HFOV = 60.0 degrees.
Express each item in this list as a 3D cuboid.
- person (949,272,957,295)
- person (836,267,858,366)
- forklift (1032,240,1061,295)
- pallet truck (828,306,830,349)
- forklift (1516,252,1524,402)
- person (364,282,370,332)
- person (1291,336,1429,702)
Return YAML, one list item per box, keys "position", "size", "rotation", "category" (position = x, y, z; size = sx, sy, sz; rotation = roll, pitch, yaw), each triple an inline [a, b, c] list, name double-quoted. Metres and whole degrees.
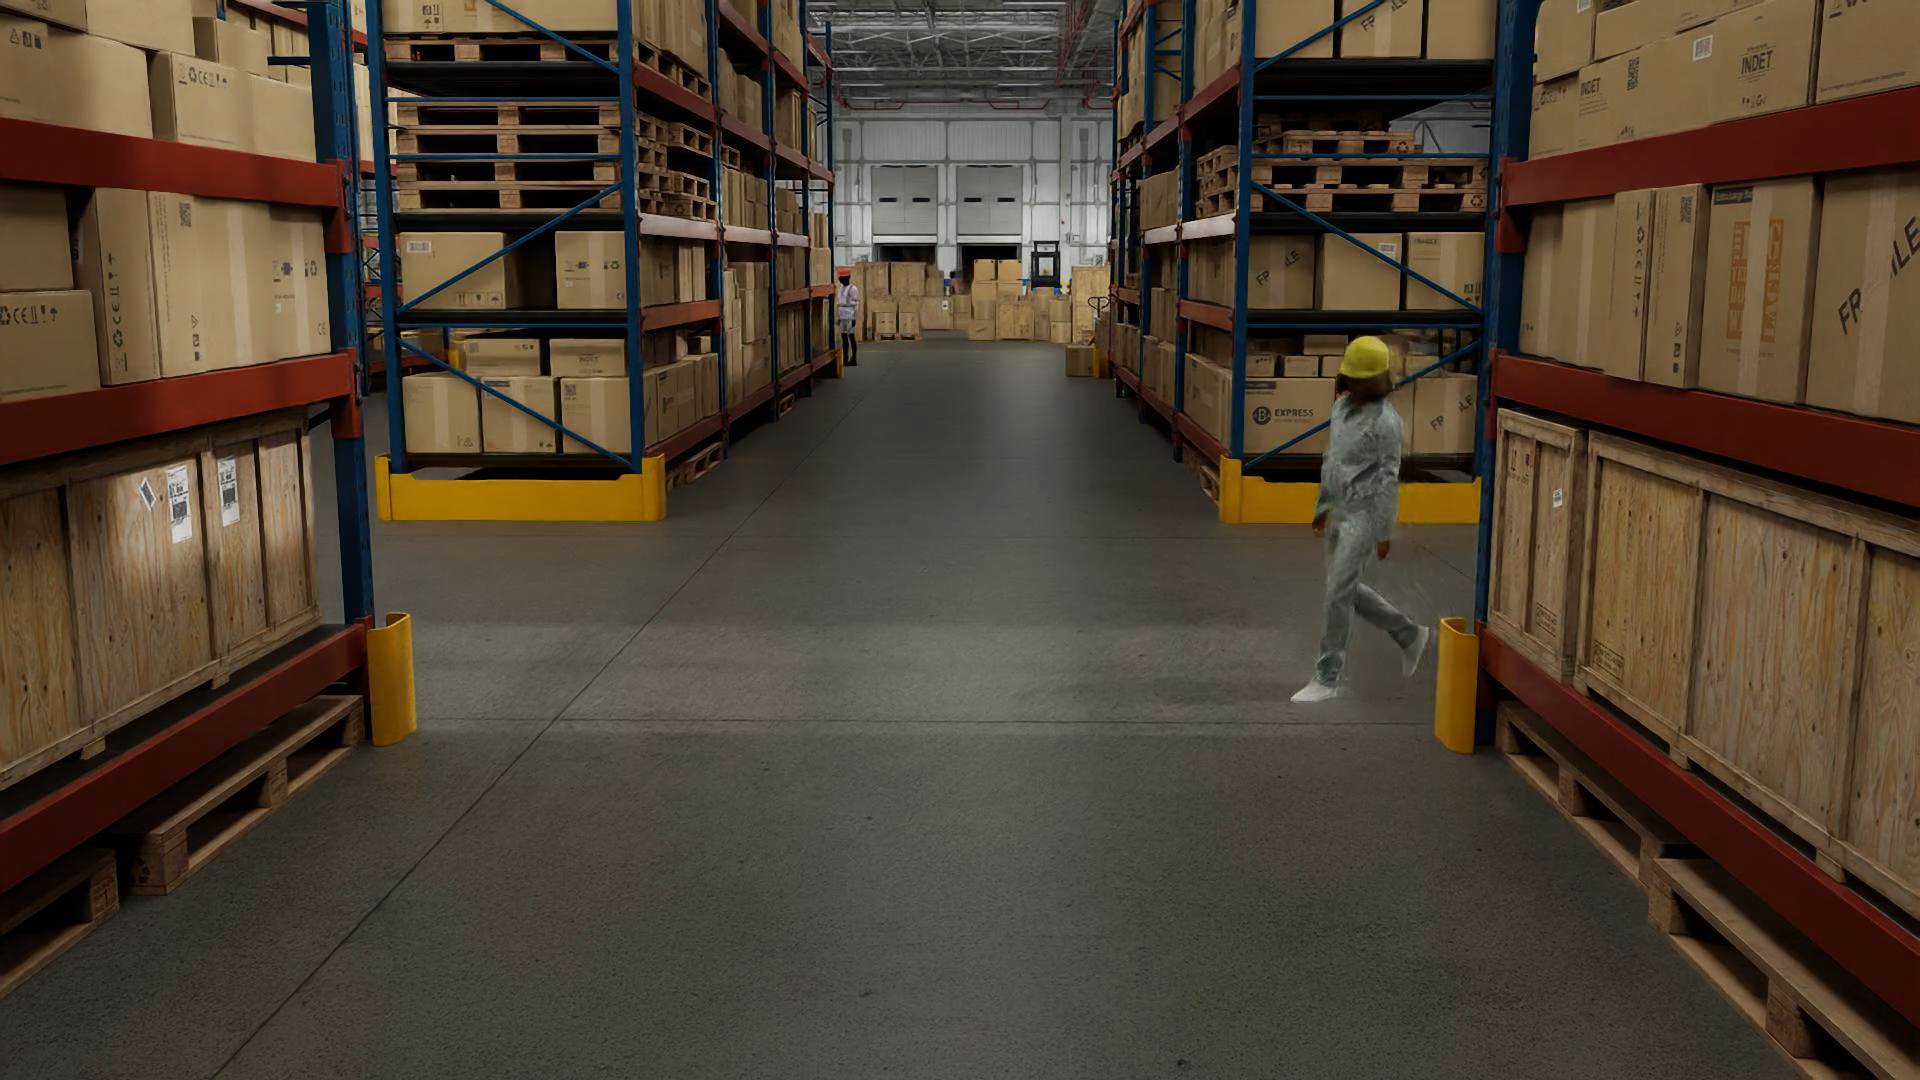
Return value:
- position: [-0.357, -9.711, 65.391]
  size: [0.866, 1.654, 0.542]
  rotation: [2, 10, 14]
  category: "person"
- position: [-2.217, -4.358, 32.498]
  size: [0.376, 1.934, 0.547]
  rotation: [-8, 12, -40]
  category: "person"
- position: [3.172, -9.648, 61.356]
  size: [1.129, 2.768, 1.873]
  rotation: [0, 9, 1]
  category: "forklift"
- position: [-3.100, -3.940, 29.800]
  size: [1.885, 1.965, 0.823]
  rotation: [3, 10, 19]
  category: "pallet truck"
- position: [7.840, -3.351, 23.632]
  size: [1.873, 2.768, 1.129]
  rotation: [6, 11, 31]
  category: "forklift"
- position: [-12.568, -4.596, 34.722]
  size: [0.623, 1.672, 0.316]
  rotation: [3, 10, 19]
  category: "person"
- position: [1.885, -0.094, 7.663]
  size: [0.697, 1.696, 0.547]
  rotation: [-3, 10, -16]
  category: "person"
